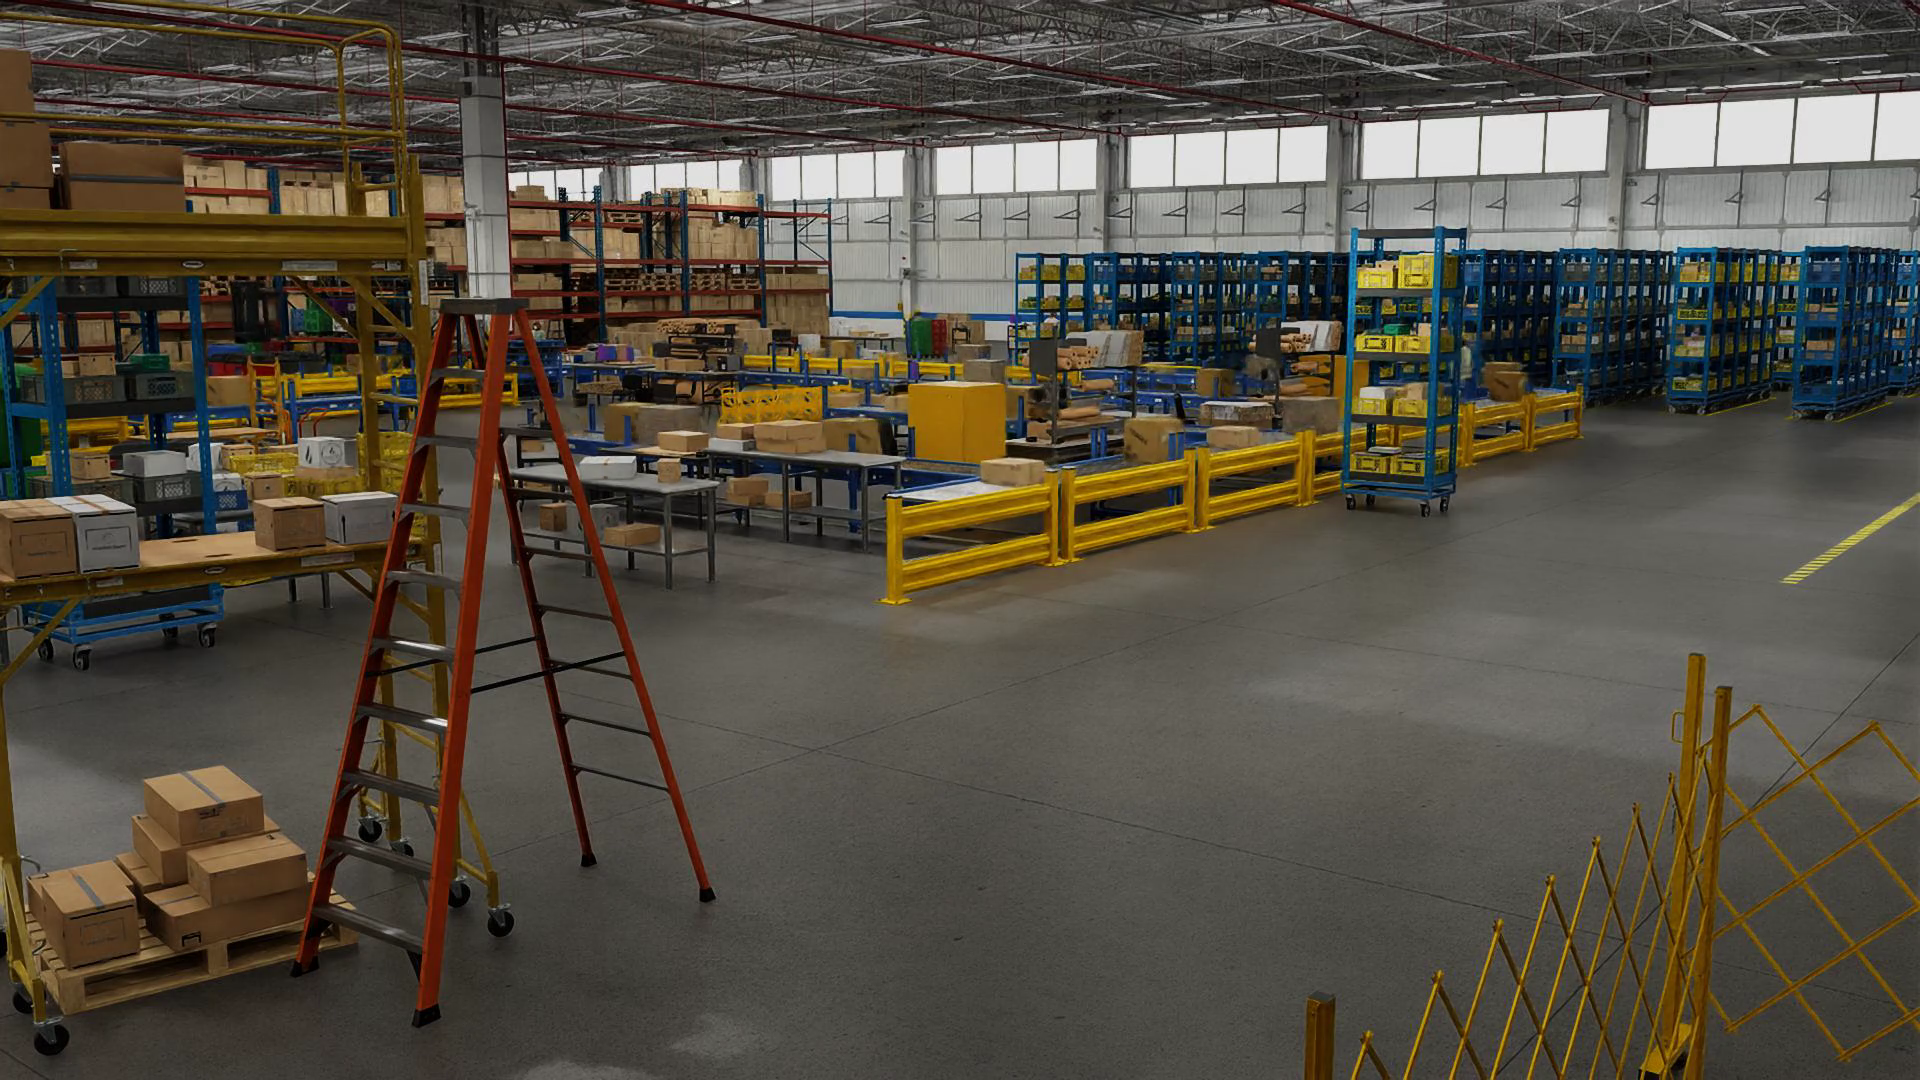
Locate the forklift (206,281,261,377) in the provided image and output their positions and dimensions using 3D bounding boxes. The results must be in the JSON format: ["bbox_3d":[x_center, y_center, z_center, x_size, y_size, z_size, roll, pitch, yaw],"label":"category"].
[{"bbox_3d":[-19.647,-5.722,45.744,1.129,2.768,1.873,7,11,37],"label":"forklift"}]

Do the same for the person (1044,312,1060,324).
[{"bbox_3d":[2.934,-6.283,52.273,0.655,1.906,0.407,8,12,41],"label":"person"}]

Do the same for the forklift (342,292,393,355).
[{"bbox_3d":[-16.485,-5.622,45.120,1.129,2.768,1.873,7,11,37],"label":"forklift"}]

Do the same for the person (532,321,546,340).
[{"bbox_3d":[-12.502,-5.663,49.257,0.507,1.632,0.265,3,10,18],"label":"person"}]

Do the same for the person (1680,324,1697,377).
[{"bbox_3d":[18.204,-4.520,41.595,0.502,1.814,0.674,6,11,34],"label":"person"}]

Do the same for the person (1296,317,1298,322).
[{"bbox_3d":[10.348,-6.057,50.671,0.434,1.977,0.602,7,11,37],"label":"person"}]

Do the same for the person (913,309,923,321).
[{"bbox_3d":[-1.639,-7.777,62.158,0.577,1.719,0.498,7,11,36],"label":"person"}]

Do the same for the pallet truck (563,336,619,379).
[{"bbox_3d":[-10.690,-5.294,48.215,1.601,1.201,0.680,-5,10,-26],"label":"pallet truck"}]

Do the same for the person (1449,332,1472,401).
[{"bbox_3d":[10.480,-3.417,34.667,0.615,1.816,0.594,8,12,41],"label":"person"}]

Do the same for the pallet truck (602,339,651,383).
[{"bbox_3d":[-8.991,-4.871,45.351,0.653,1.274,1.630,7,11,37],"label":"pallet truck"}]
